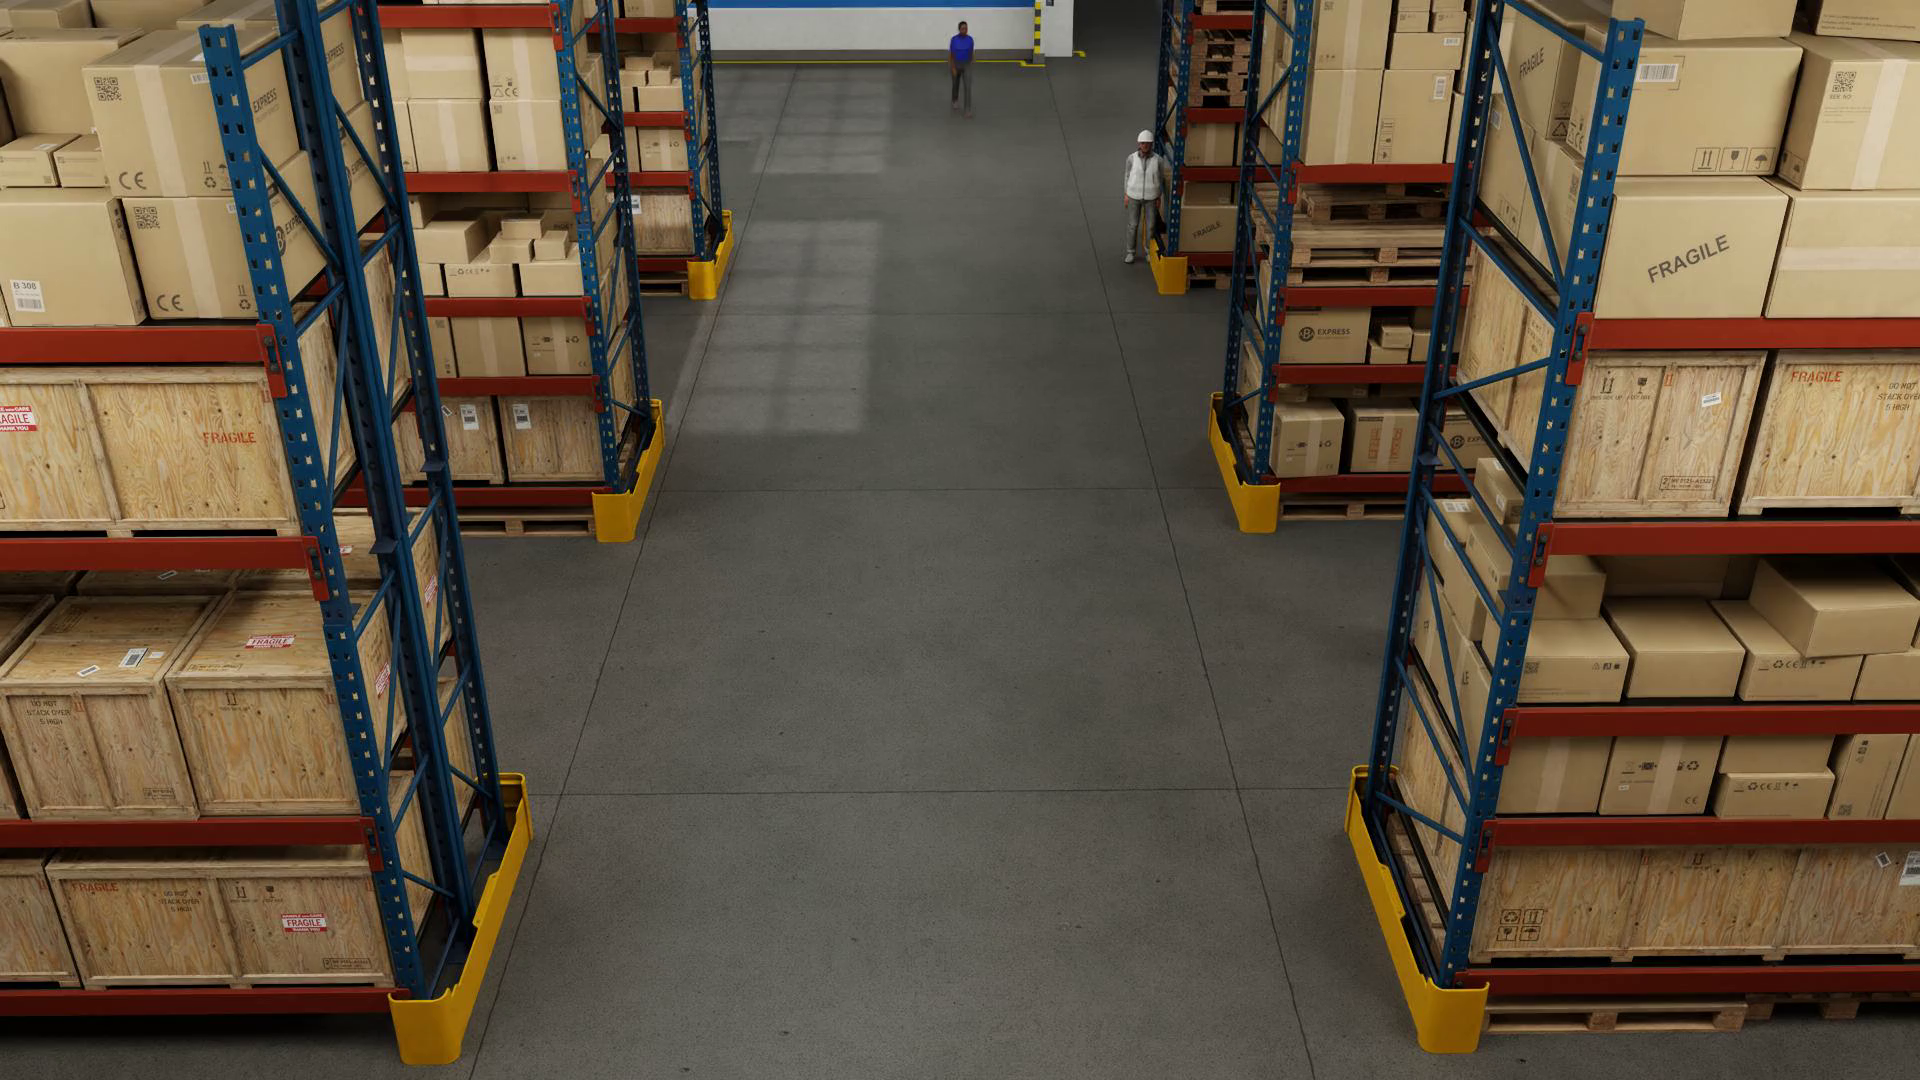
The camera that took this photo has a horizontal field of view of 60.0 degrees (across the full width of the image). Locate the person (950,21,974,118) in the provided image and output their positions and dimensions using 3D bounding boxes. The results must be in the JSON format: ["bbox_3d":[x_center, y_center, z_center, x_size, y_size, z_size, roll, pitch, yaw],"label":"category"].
[{"bbox_3d":[0.028,-8.501,29.873,0.441,1.620,0.923,-3,28,-5],"label":"person"}]

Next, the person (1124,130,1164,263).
[{"bbox_3d":[2.488,-4.653,22.555,0.529,1.774,0.395,2,28,4],"label":"person"}]
